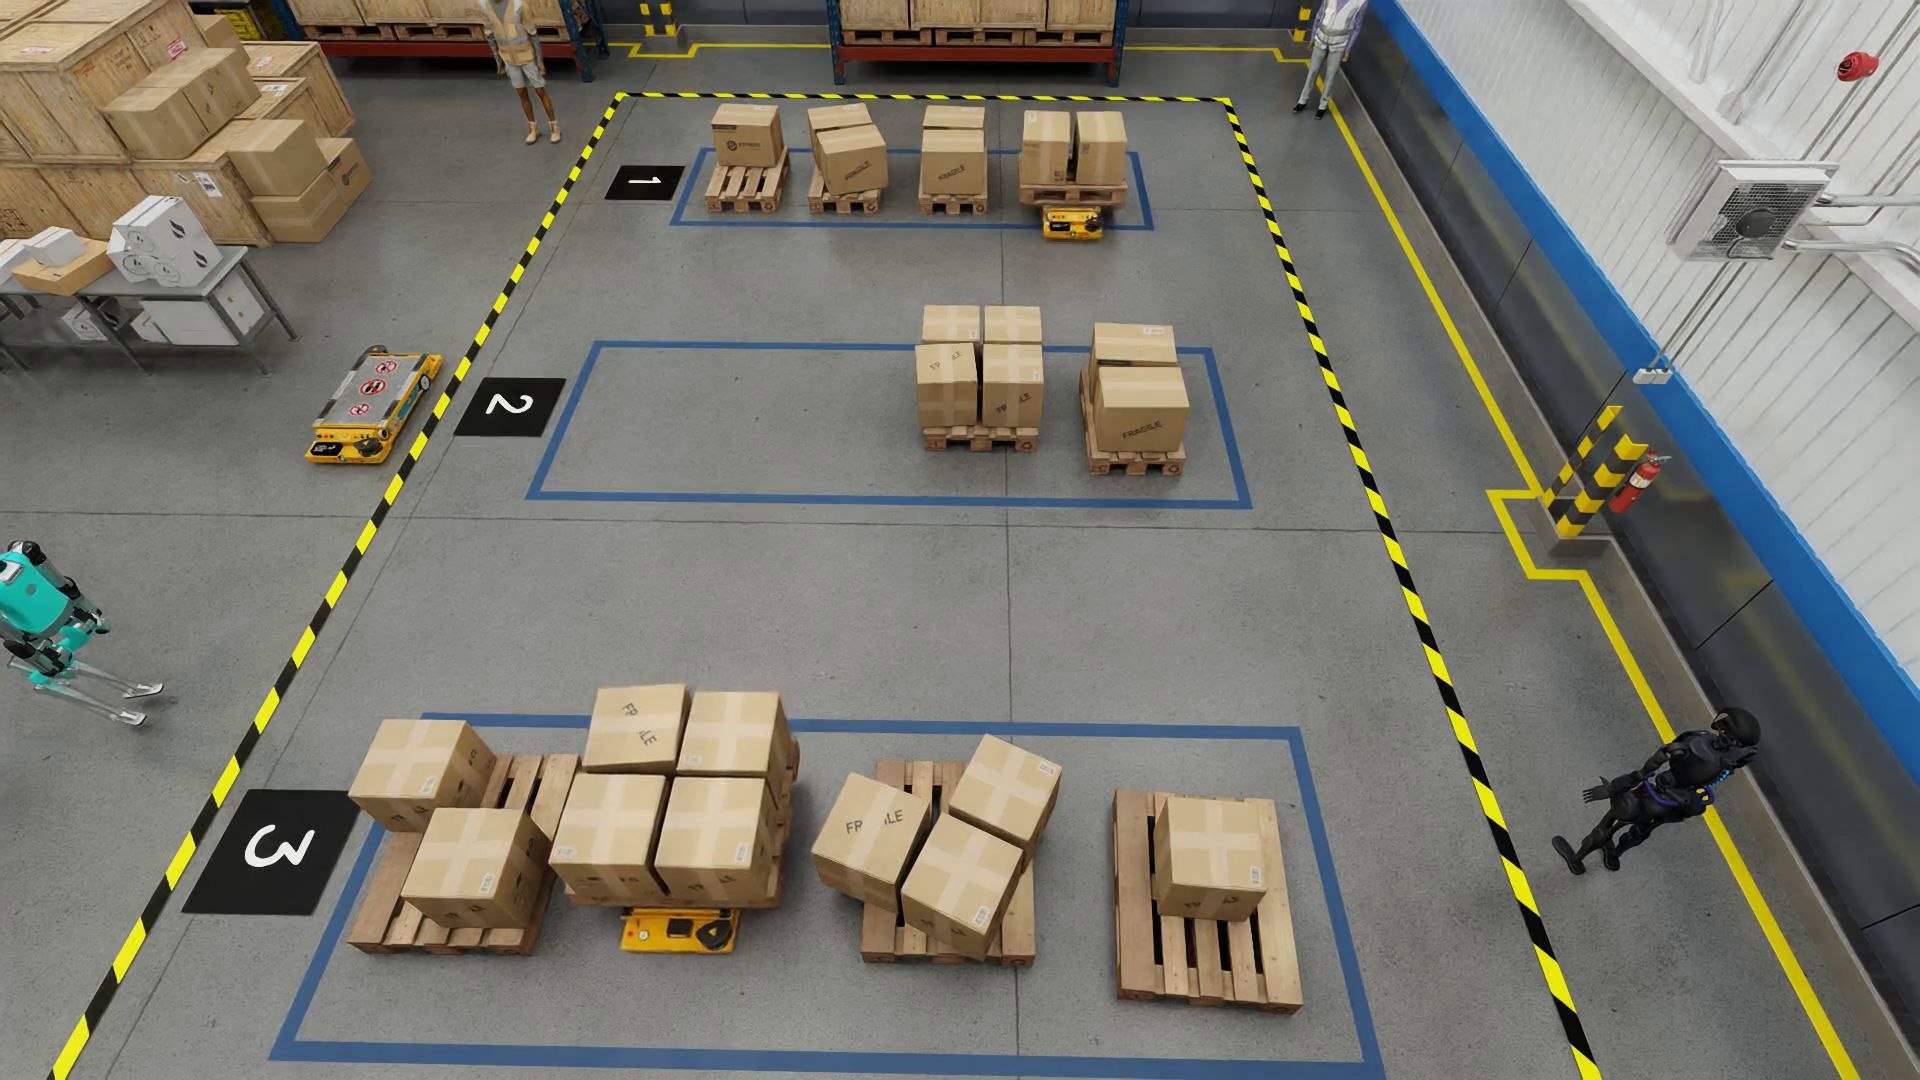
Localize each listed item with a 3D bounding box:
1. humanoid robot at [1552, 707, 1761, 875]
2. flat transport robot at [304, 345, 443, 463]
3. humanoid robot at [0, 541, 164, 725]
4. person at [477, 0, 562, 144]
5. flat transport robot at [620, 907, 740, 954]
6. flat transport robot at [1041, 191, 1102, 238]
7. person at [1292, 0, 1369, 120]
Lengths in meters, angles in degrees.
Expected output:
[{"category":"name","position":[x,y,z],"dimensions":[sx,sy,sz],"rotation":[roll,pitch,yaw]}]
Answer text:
[{"category":"humanoid robot","position":[3.955,1.445,5.212],"dimensions":[0.599,1.657,0.315],"rotation":[-1,50,-1]},{"category":"flat transport robot","position":[-5.383,-1.269,8.441],"dimensions":[0.659,0.231,1.431],"rotation":[1,50,1]},{"category":"humanoid robot","position":[-5.855,0.605,5.805],"dimensions":[0.735,1.677,0.533],"rotation":[0,50,0]},{"category":"person","position":[-5.386,-5.879,11.181],"dimensions":[0.606,2.044,0.373],"rotation":[-1,50,-1]},{"category":"flat transport robot","position":[-1.655,1.834,5.797],"dimensions":[0.652,0.197,1.431],"rotation":[1,50,1]},{"category":"flat transport robot","position":[1.284,-4.018,10.749],"dimensions":[0.652,0.197,1.431],"rotation":[1,50,1]},{"category":"person","position":[4.749,-6.366,11.728],"dimensions":[0.588,1.833,0.404],"rotation":[29,55,22]}]
